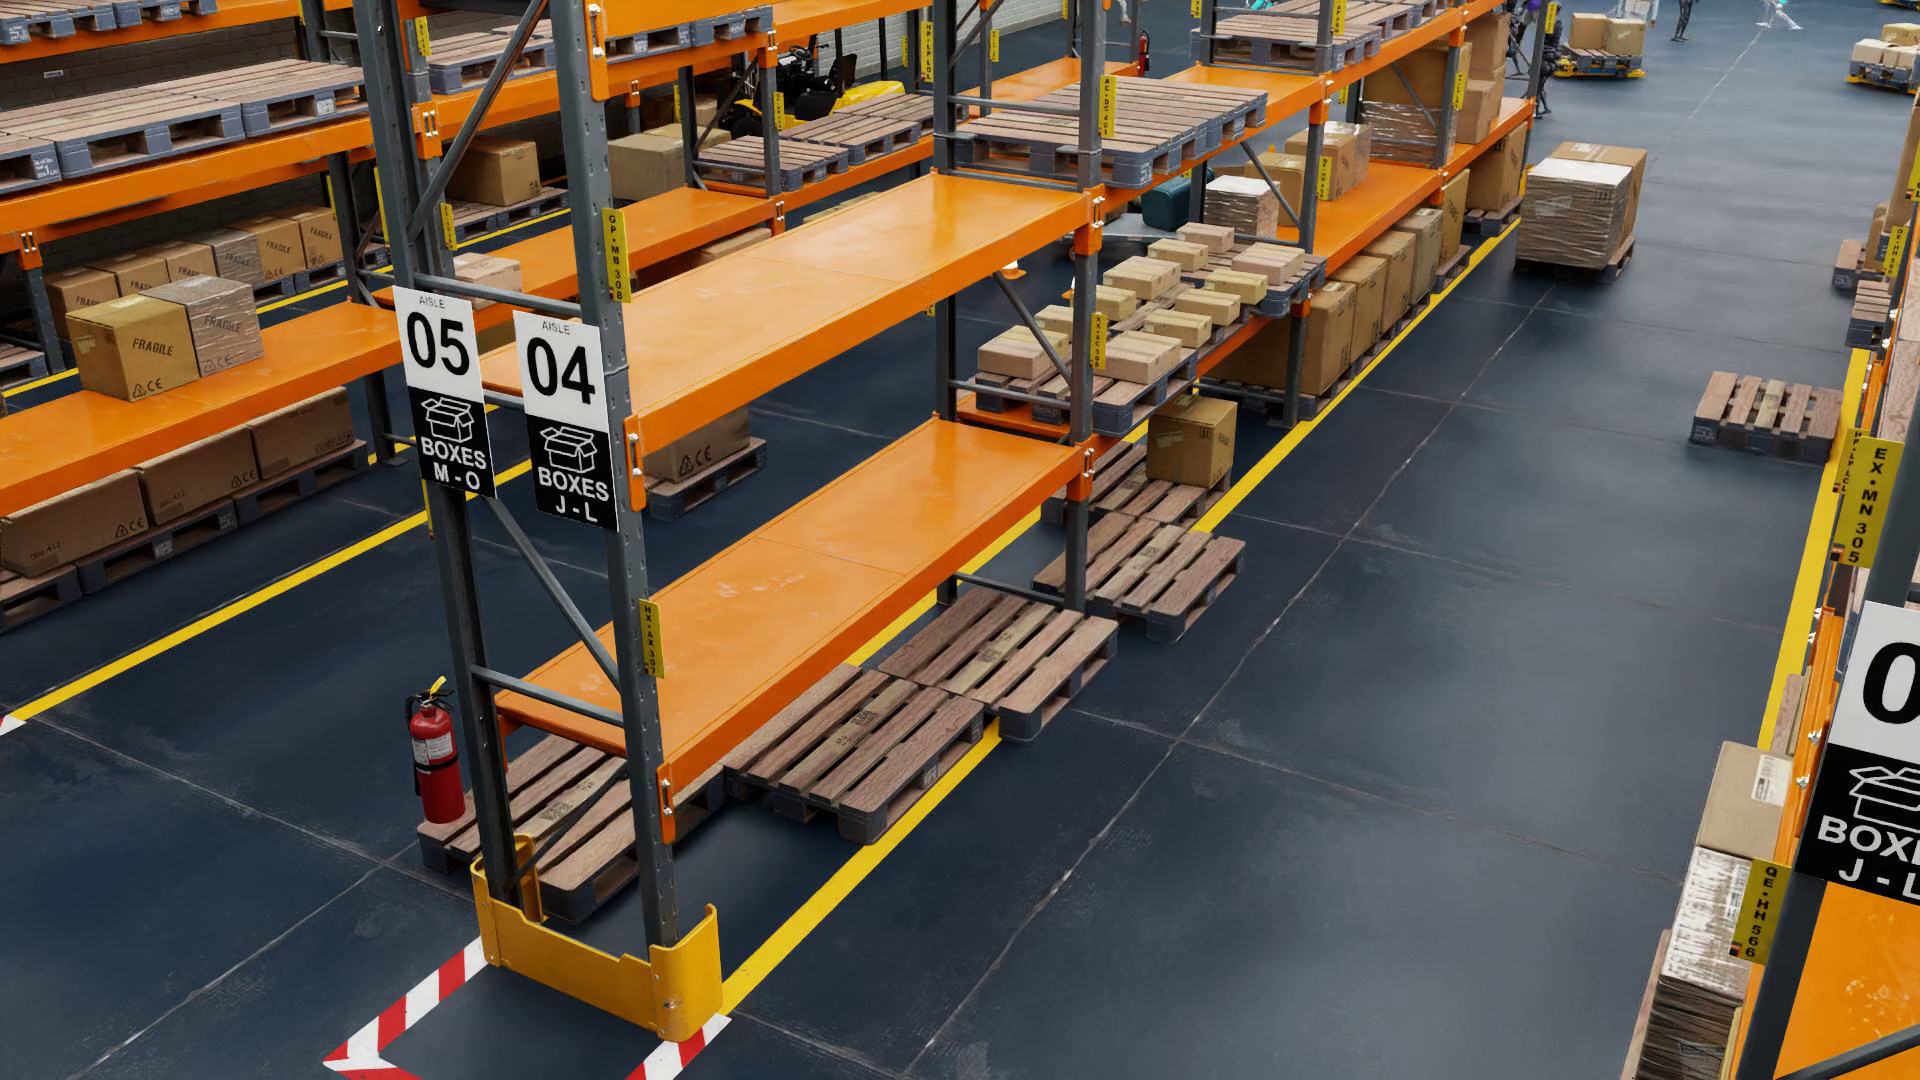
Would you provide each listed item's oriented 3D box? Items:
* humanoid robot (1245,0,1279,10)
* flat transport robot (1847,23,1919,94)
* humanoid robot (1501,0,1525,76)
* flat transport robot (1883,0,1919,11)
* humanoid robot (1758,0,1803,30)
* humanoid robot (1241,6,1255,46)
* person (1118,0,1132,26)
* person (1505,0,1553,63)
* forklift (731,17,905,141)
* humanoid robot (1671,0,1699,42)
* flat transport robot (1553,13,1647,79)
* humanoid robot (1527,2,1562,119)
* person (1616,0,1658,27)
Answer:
[{"bbox_3d":[5.439,-9.739,29.910,0.543,1.776,0.907,22,33,38],"label":"humanoid robot"},{"bbox_3d":[14.985,-7.328,26.569,0.659,0.231,1.431,-11,28,-22],"label":"flat transport robot"},{"bbox_3d":[8.971,-8.467,27.348,0.800,1.627,0.600,17,31,32],"label":"humanoid robot"},{"bbox_3d":[19.955,-11.185,34.583,0.659,0.231,1.431,-3,26,-6],"label":"flat transport robot"},{"bbox_3d":[15.594,-10.515,31.568,1.035,1.775,0.550,3,26,5],"label":"humanoid robot"},{"bbox_3d":[4.093,-6.854,24.008,0.612,1.640,0.736,14,29,27],"label":"humanoid robot"},{"bbox_3d":[2.913,-10.865,32.071,0.960,1.894,0.654,-9,27,-19],"label":"person"},{"bbox_3d":[9.883,-9.174,28.540,1.027,1.909,0.606,7,27,15],"label":"person"},{"bbox_3d":[-1.819,-5.975,21.543,2.313,2.155,1.214,14,29,26],"label":"forklift"},{"bbox_3d":[13.403,-10.034,30.563,0.311,1.653,0.611,23,34,39],"label":"humanoid robot"},{"bbox_3d":[10.583,-7.837,27.627,1.431,0.231,0.659,2,26,3],"label":"flat transport robot"},{"bbox_3d":[8.516,-6.974,24.210,0.602,1.652,0.315,-22,33,-38],"label":"humanoid robot"},{"bbox_3d":[11.290,-8.788,27.752,0.633,1.881,0.719,10,28,20],"label":"person"}]
